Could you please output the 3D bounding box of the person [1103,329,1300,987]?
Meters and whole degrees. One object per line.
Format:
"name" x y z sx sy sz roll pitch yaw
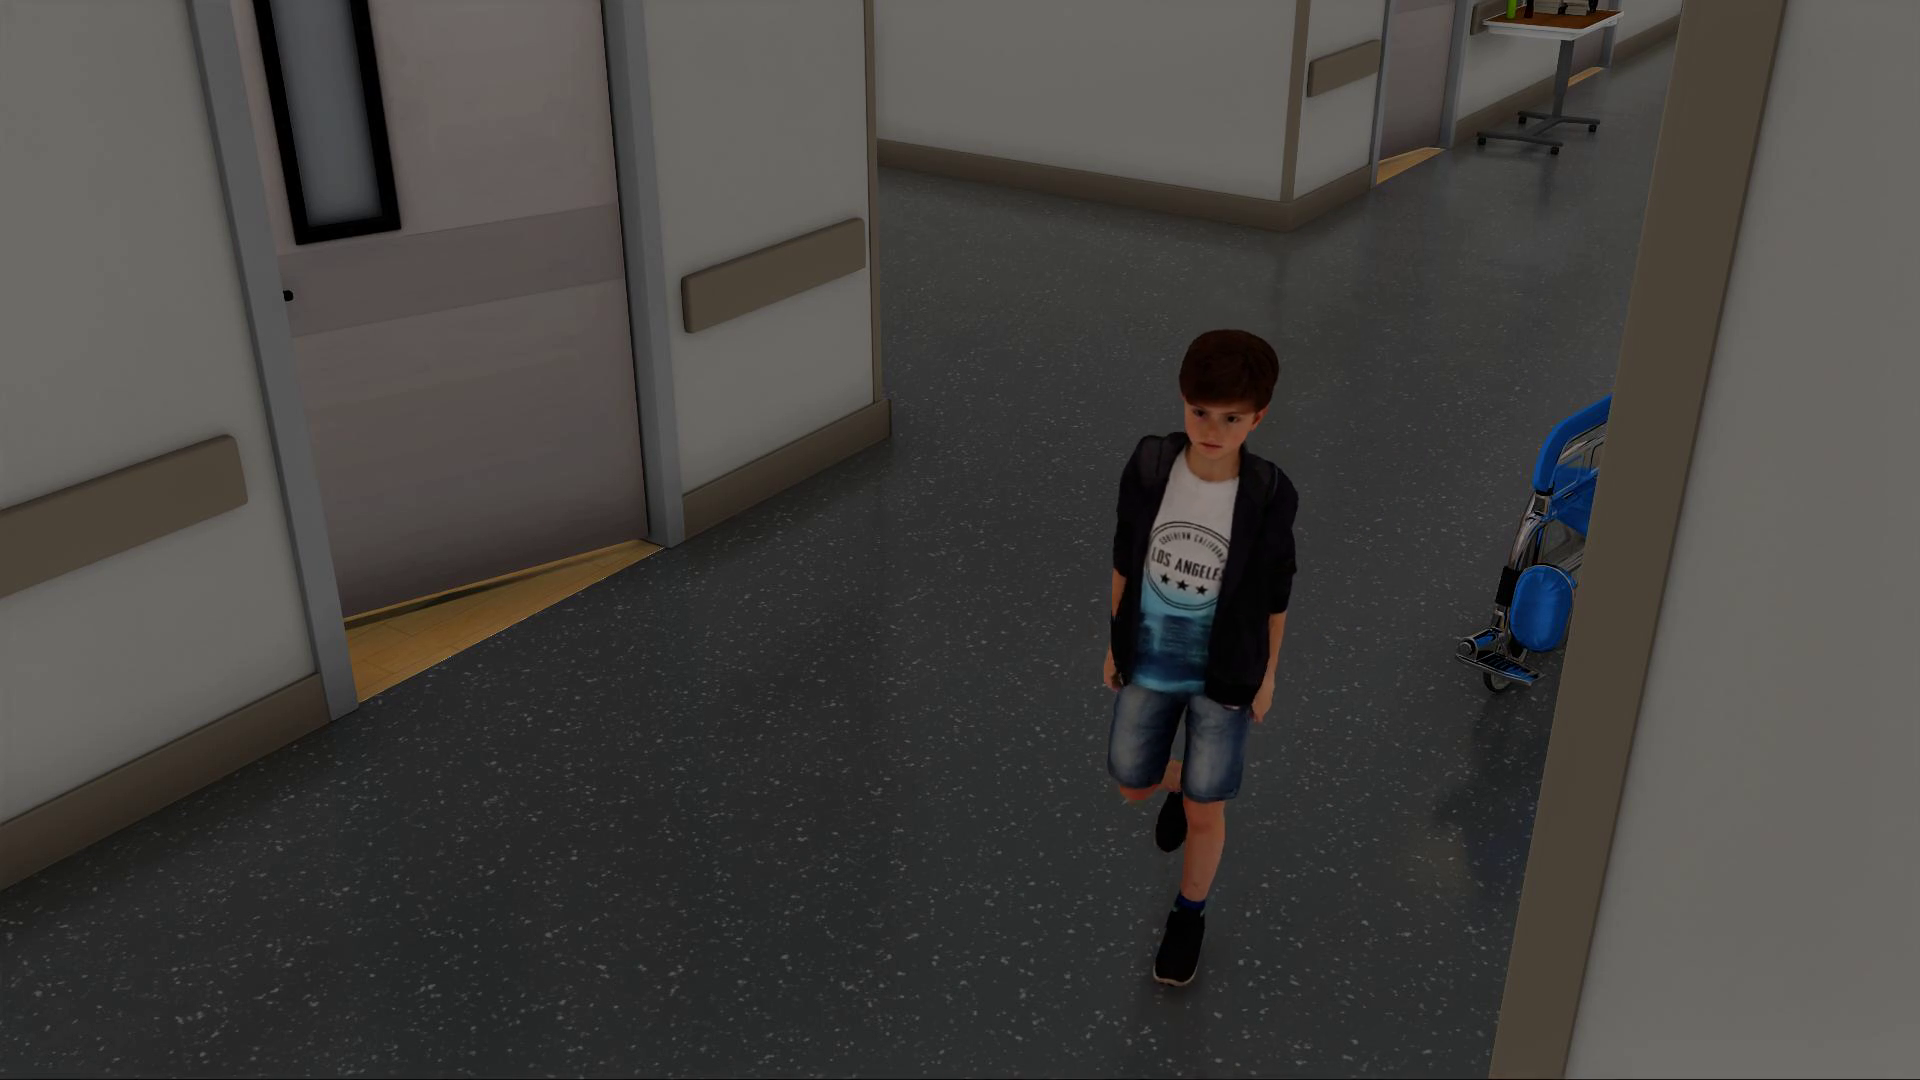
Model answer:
"person" 0.508 0.229 3.558 0.622 1.435 0.822 11 28 21
